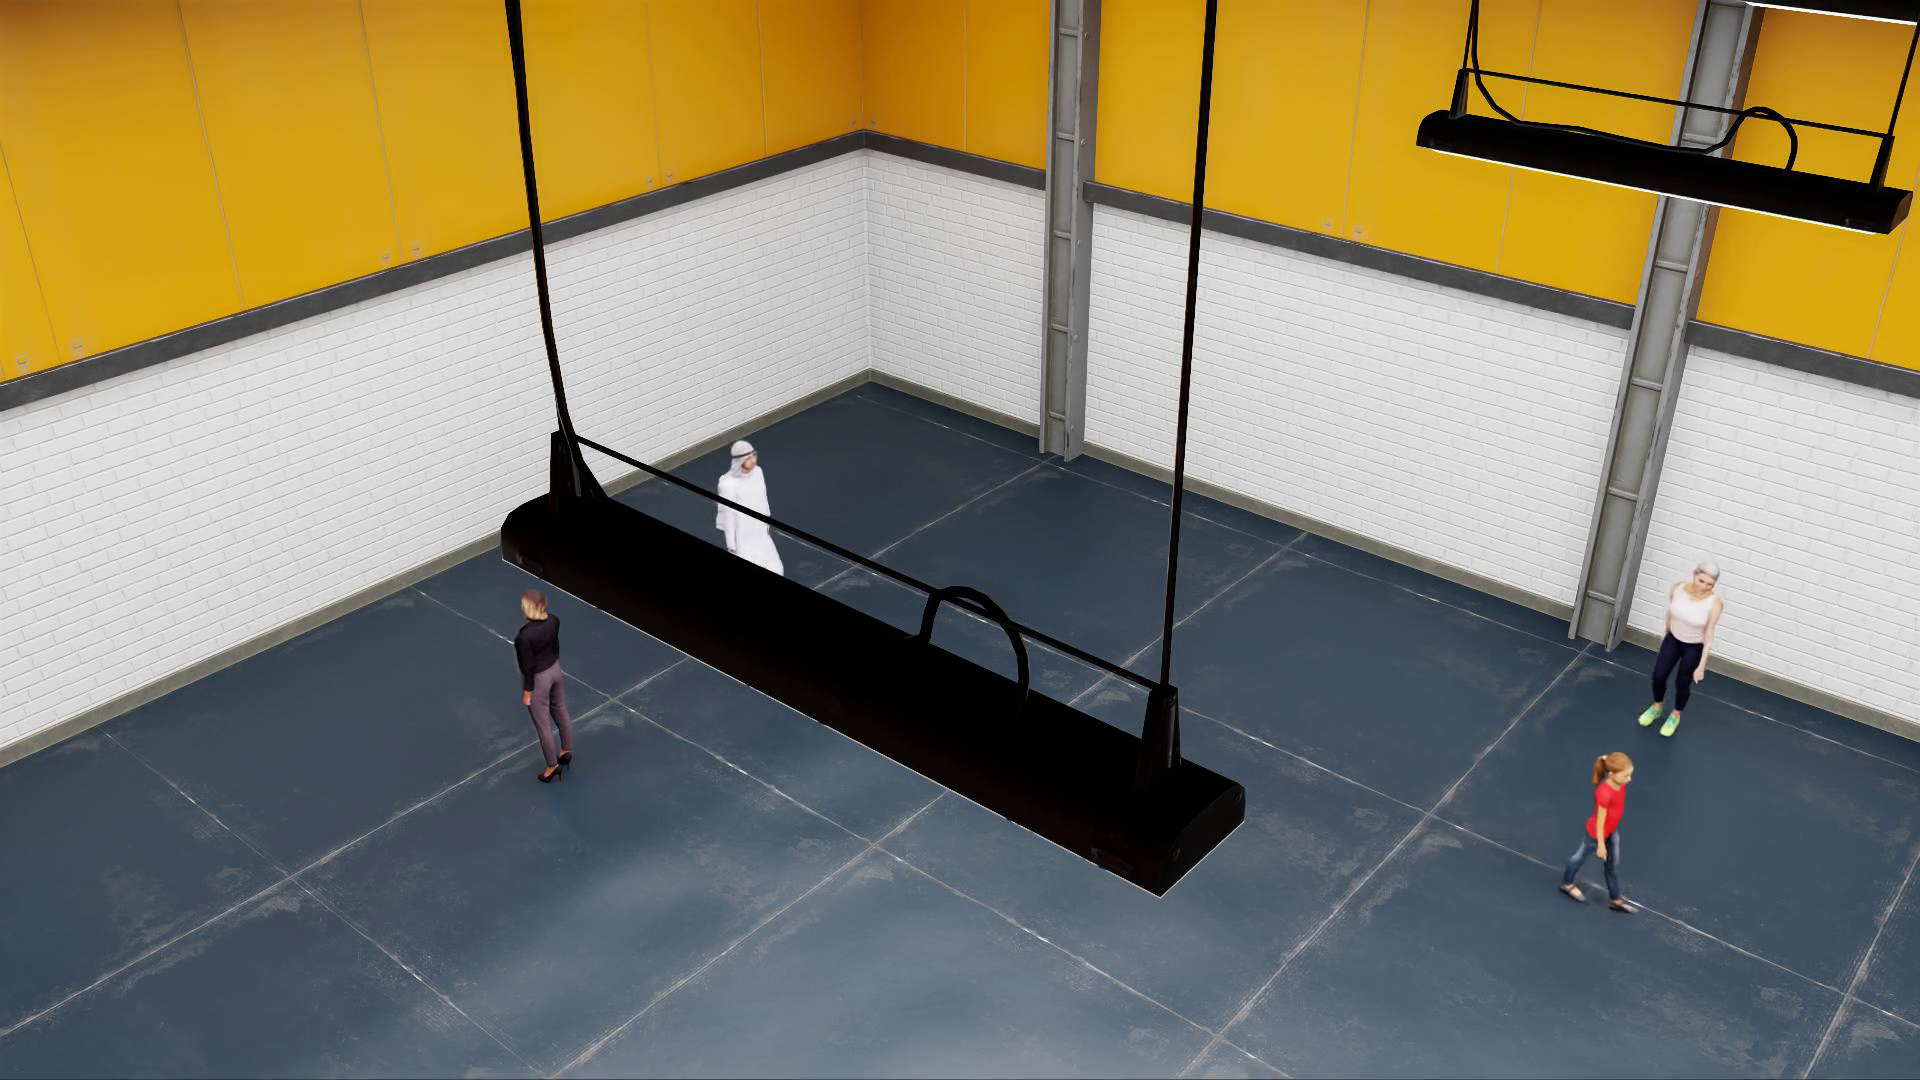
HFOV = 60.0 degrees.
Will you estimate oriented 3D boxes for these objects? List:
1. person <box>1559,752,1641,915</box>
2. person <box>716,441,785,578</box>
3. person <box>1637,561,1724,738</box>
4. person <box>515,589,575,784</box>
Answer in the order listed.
[{"bbox_3d":[4.392,1.987,11.558,0.576,1.289,0.801,-24,37,-37],"label":"person"},{"bbox_3d":[-1.925,-0.026,14.598,0.887,1.913,0.762,16,33,27],"label":"person"},{"bbox_3d":[5.795,0.842,13.262,0.735,1.670,0.642,-14,32,-24],"label":"person"},{"bbox_3d":[-3.186,1.109,12.770,0.621,1.672,0.654,11,31,20],"label":"person"}]
